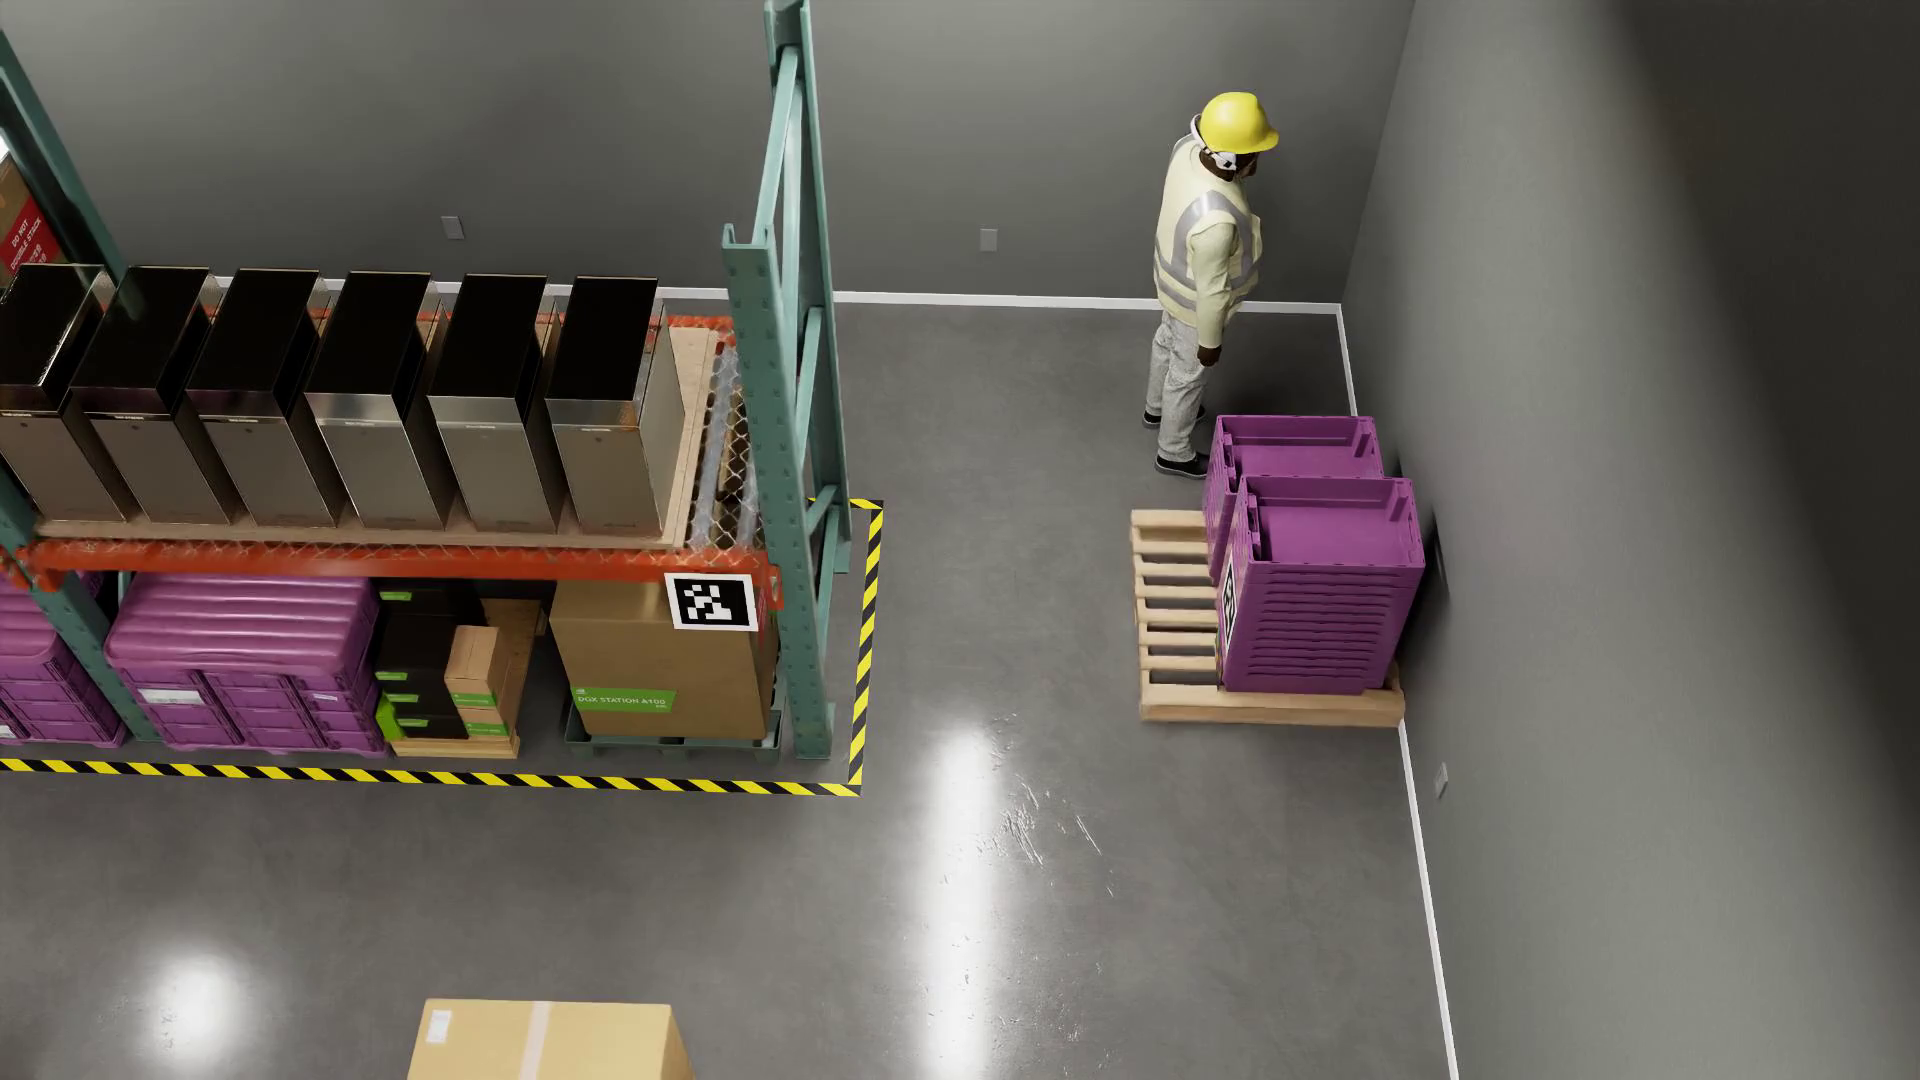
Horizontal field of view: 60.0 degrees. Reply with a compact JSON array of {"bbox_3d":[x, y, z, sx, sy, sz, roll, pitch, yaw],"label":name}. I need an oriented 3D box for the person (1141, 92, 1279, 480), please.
[{"bbox_3d":[0.957,-0.991,6.540,0.404,1.829,0.600,-4,52,-3],"label":"person"}]
